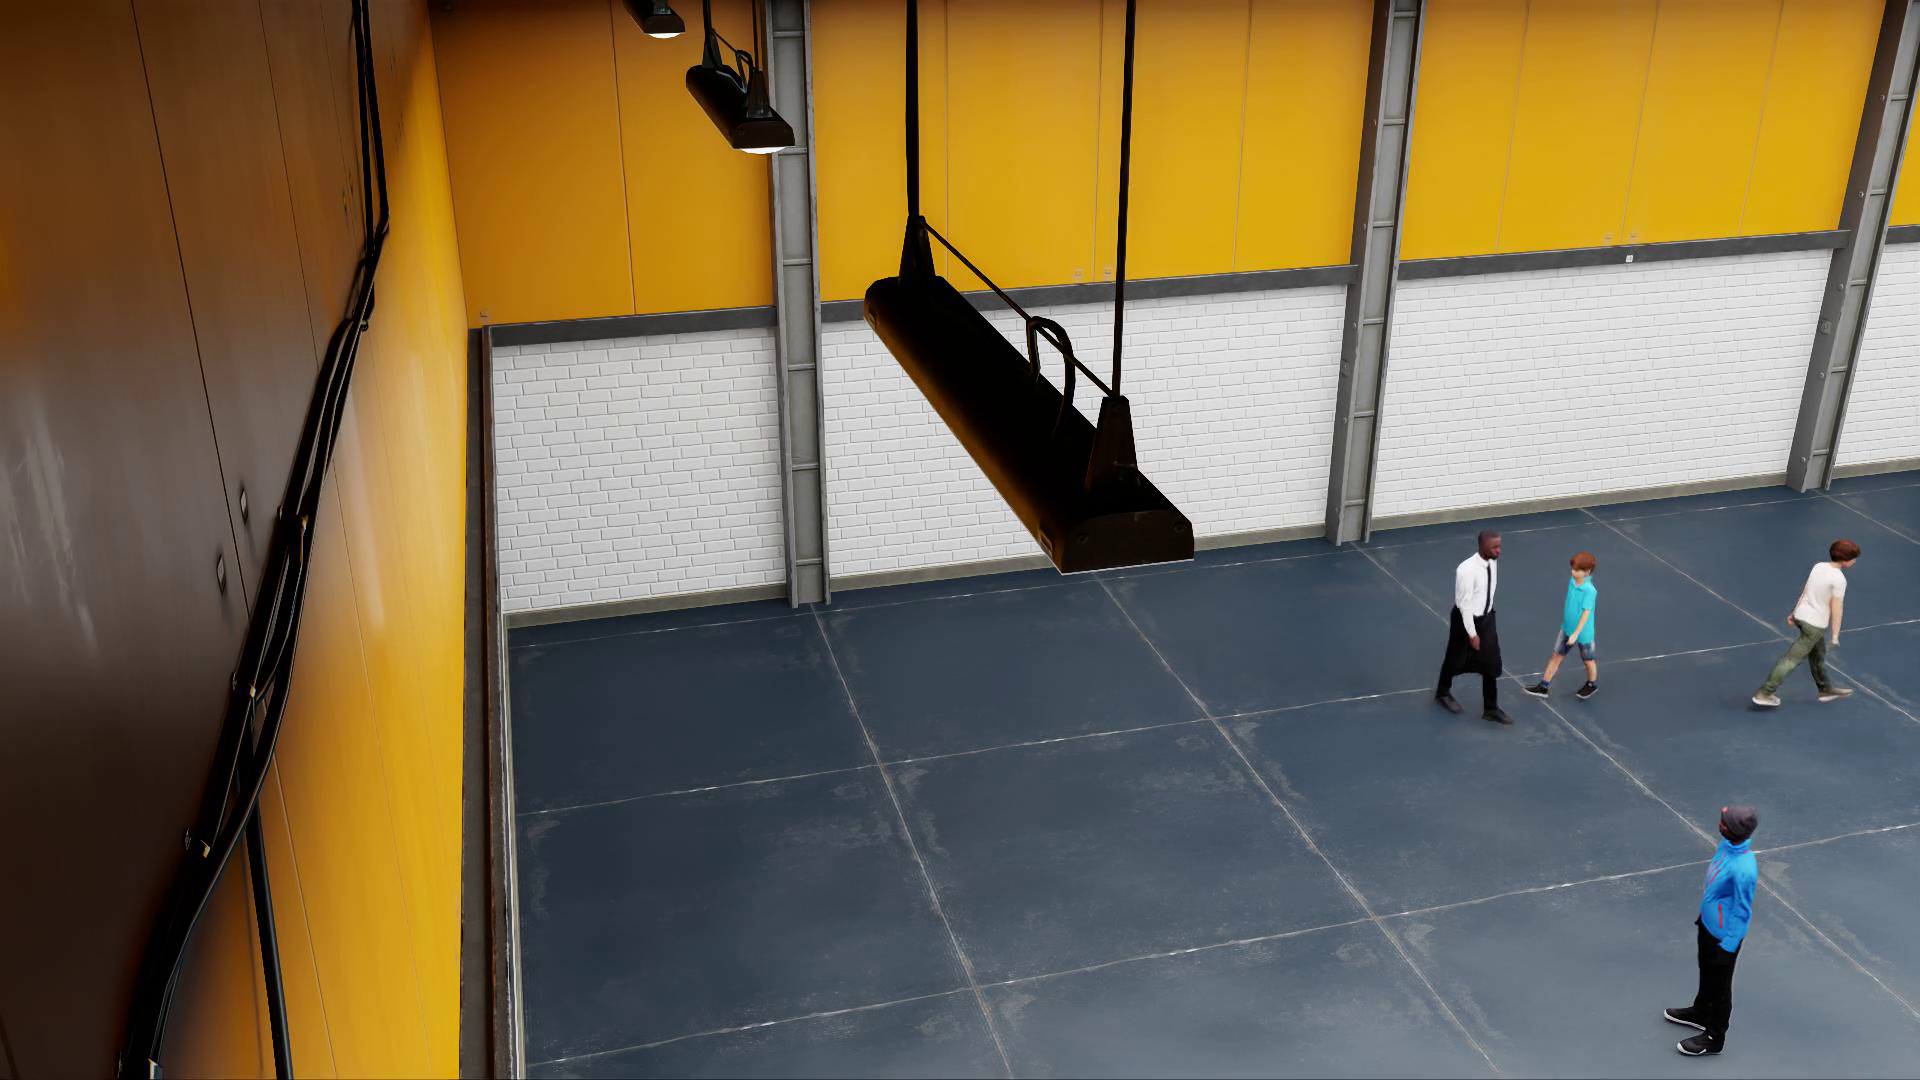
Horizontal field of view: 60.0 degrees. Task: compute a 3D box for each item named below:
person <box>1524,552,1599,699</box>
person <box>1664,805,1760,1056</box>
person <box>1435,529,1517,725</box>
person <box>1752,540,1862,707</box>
[{"bbox_3d":[5.543,0.779,14.738,0.951,1.411,0.574,-8,25,-17],"label":"person"},{"bbox_3d":[4.810,2.434,10.470,0.648,1.797,0.682,2,24,5],"label":"person"},{"bbox_3d":[4.357,0.696,14.437,1.045,1.805,0.946,-16,28,-32],"label":"person"},{"bbox_3d":[7.367,0.755,14.555,1.165,1.603,0.782,-2,24,-6],"label":"person"}]
